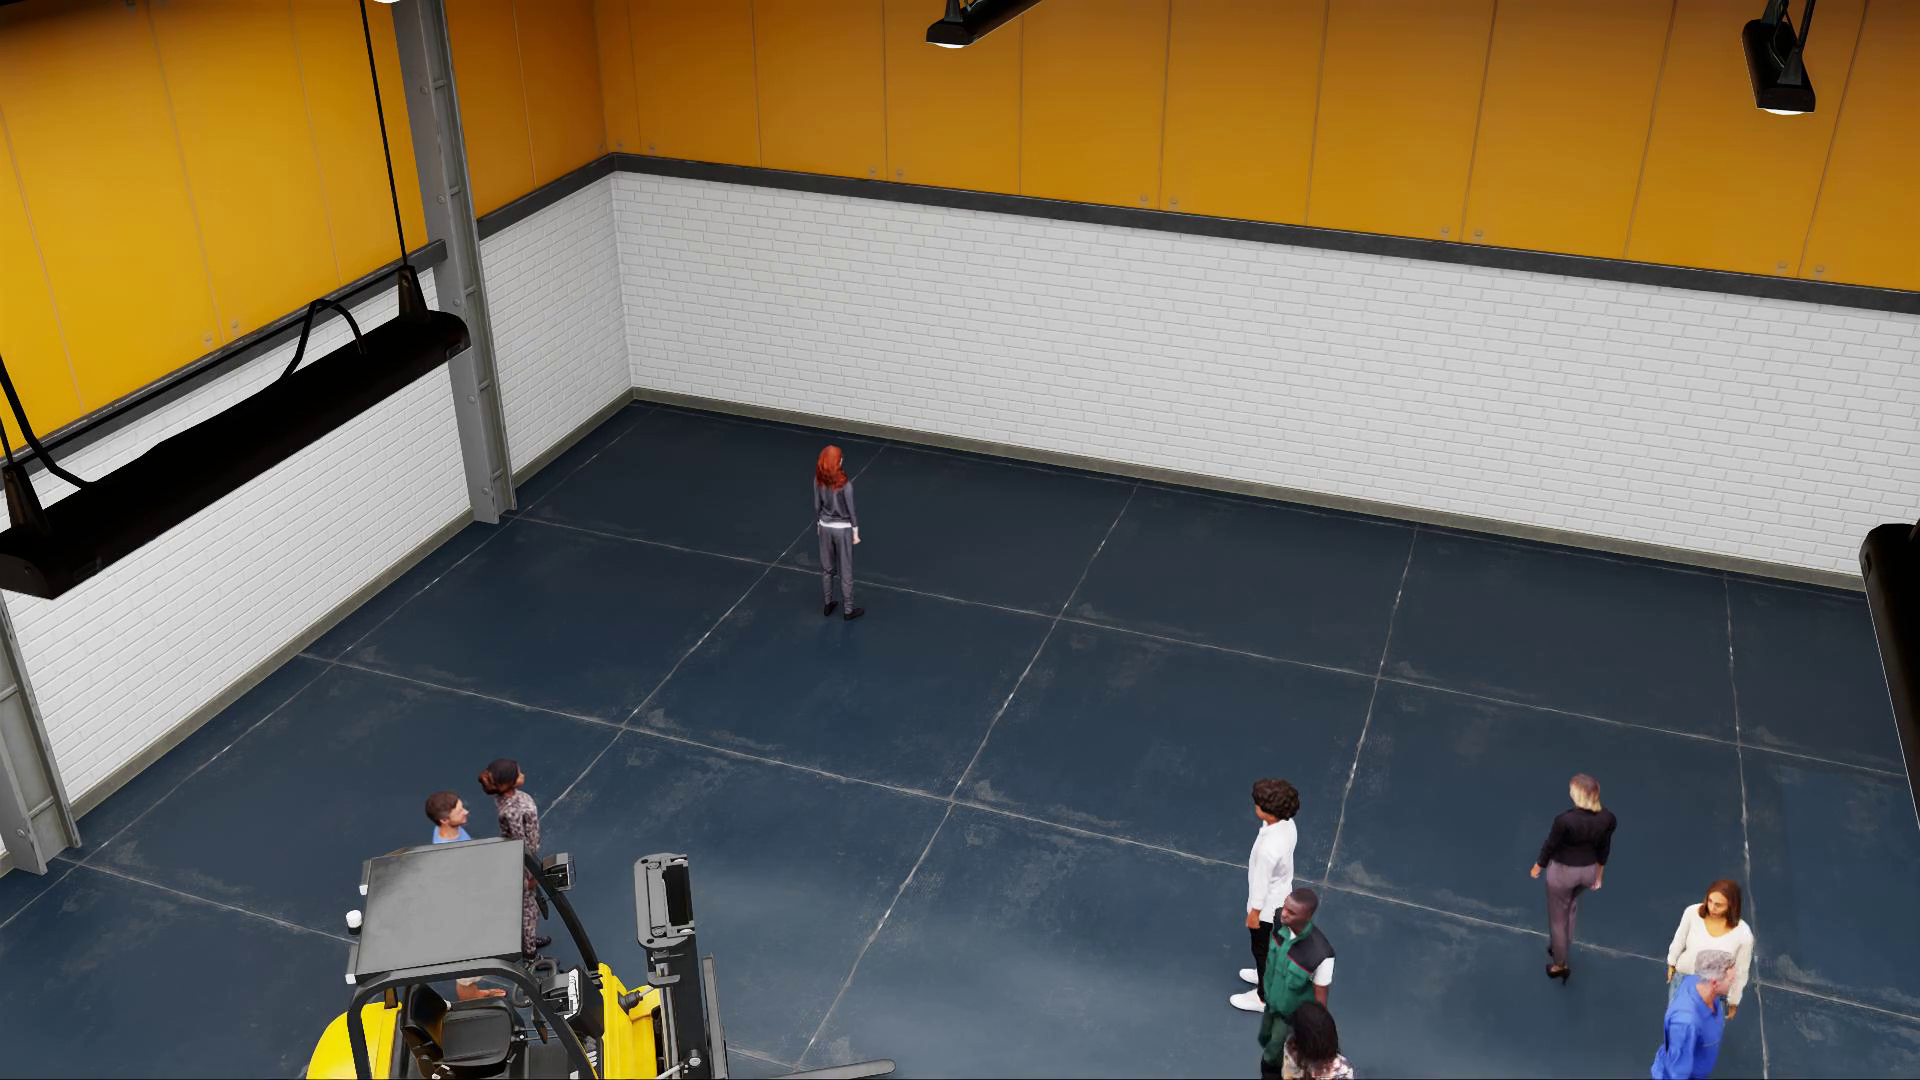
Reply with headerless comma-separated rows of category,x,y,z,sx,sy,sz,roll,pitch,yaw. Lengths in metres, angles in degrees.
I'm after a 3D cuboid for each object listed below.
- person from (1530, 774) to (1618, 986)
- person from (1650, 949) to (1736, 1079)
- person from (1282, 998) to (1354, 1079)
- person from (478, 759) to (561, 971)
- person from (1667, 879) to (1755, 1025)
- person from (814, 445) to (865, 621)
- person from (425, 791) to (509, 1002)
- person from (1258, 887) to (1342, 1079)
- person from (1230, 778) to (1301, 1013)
person,4.150,2.342,11.176,0.722,1.649,0.770,-7,29,-12
person,4.098,3.087,9.640,0.922,1.812,0.810,20,35,33
person,2.007,3.319,9.312,0.711,1.719,0.807,-19,34,-31
person,-3.008,2.200,11.369,0.739,1.714,0.678,-12,31,-21
person,4.692,2.751,10.413,0.832,1.662,0.971,23,36,36
person,-1.150,-0.072,15.466,0.601,1.780,0.543,14,32,24
person,-3.265,2.403,10.840,0.797,1.864,0.695,-7,29,-12
person,2.094,2.821,10.120,1.094,1.819,1.040,-12,31,-21
person,2.054,2.343,11.012,0.682,1.805,0.487,11,31,20
